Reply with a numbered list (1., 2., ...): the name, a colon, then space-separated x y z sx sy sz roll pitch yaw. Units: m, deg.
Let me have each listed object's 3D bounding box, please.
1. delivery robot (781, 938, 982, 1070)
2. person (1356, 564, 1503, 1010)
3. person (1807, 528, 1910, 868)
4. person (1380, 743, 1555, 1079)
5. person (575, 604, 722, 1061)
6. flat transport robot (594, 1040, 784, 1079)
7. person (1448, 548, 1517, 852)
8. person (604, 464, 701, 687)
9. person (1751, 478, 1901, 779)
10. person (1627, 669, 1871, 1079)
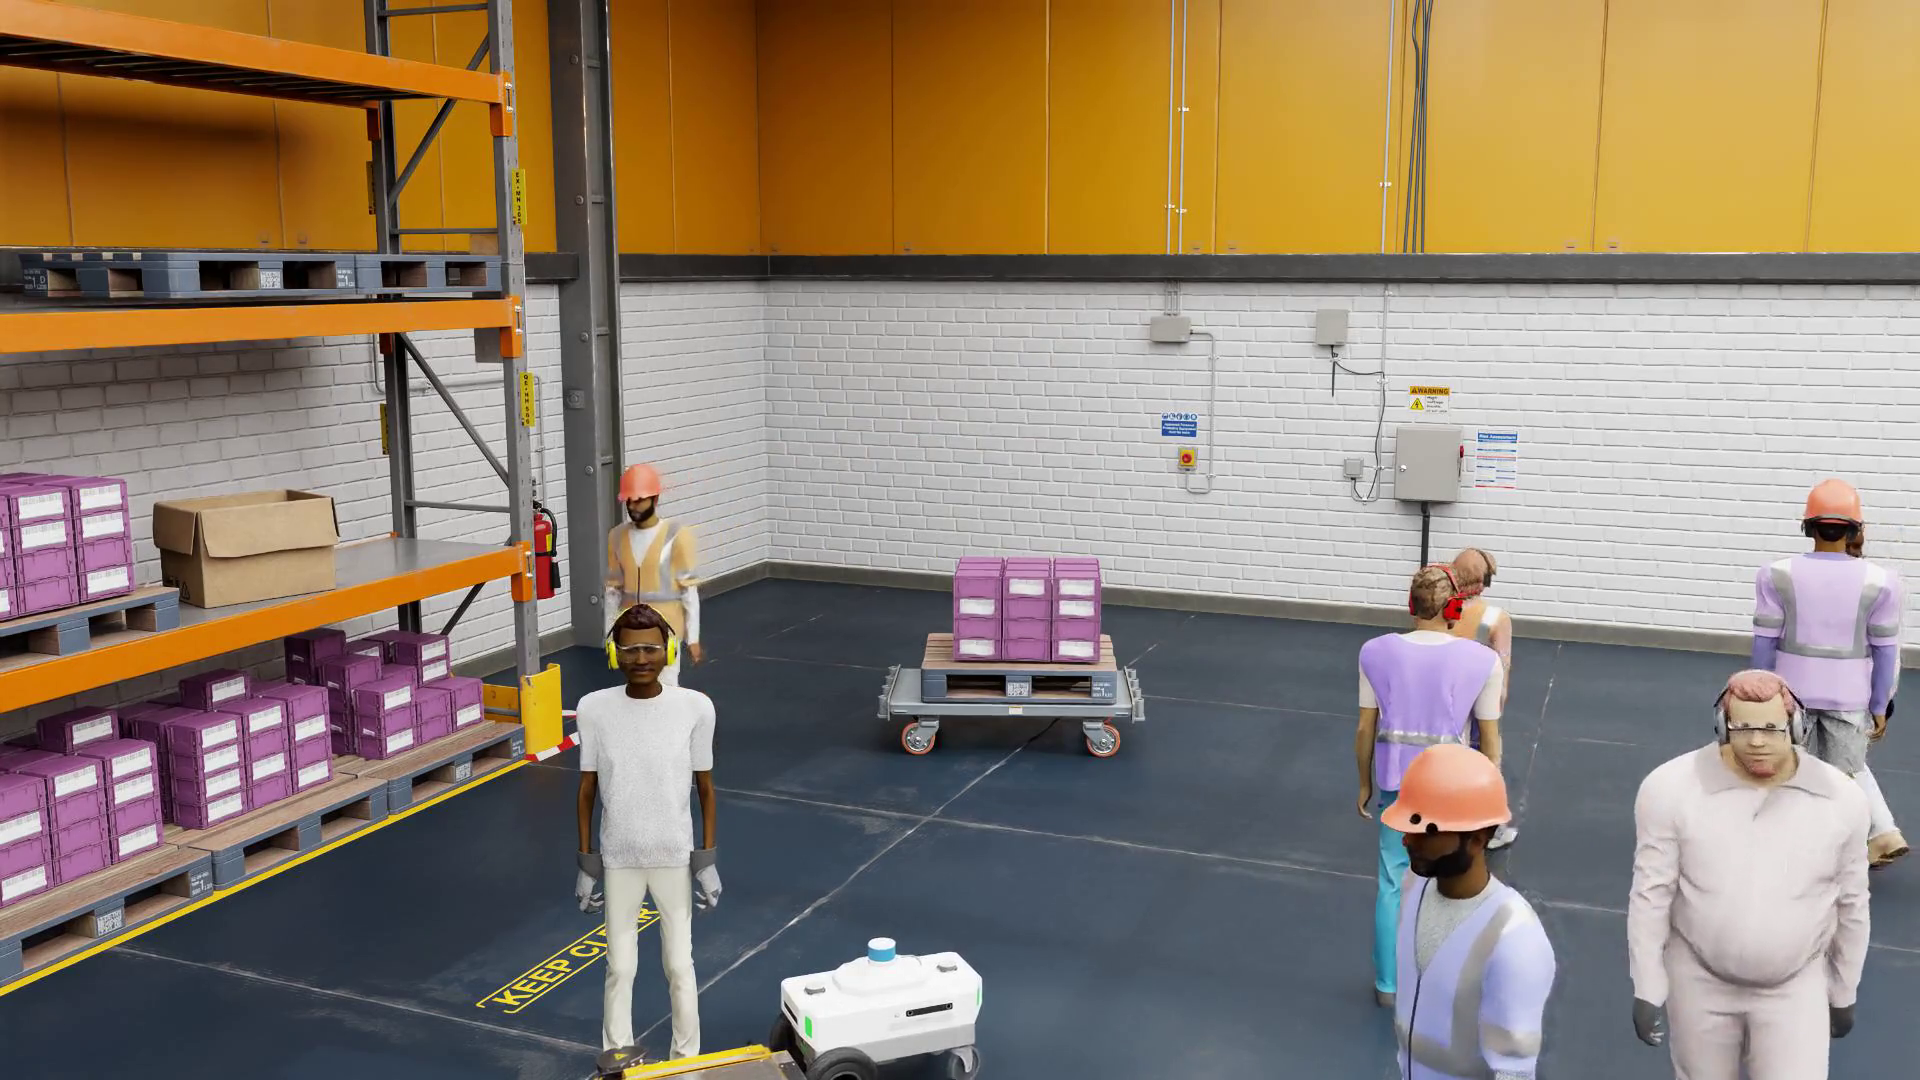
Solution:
1. delivery robot: -0.285 1.711 6.125 0.707 0.478 0.477 -4 10 -22
2. person: 1.876 1.018 6.724 0.564 1.838 0.389 4 10 25
3. person: 4.395 0.781 8.233 0.661 1.817 0.554 -2 10 -14
4. person: 1.132 1.425 4.043 0.890 1.899 0.577 -3 10 -18
5. person: -1.103 1.143 5.872 0.518 1.872 0.326 -1 9 -6
6. flat transport robot: -0.747 2.010 5.453 0.652 0.197 1.431 -4 10 -22
7. person: 2.607 0.838 8.519 0.536 1.606 0.776 9 13 42
8. person: -1.770 0.522 9.467 0.579 1.923 0.404 4 10 21
9. person: 4.056 0.727 7.858 0.607 2.048 0.370 4 10 25
10. person: 2.269 1.312 4.811 0.654 1.886 0.662 4 10 22
